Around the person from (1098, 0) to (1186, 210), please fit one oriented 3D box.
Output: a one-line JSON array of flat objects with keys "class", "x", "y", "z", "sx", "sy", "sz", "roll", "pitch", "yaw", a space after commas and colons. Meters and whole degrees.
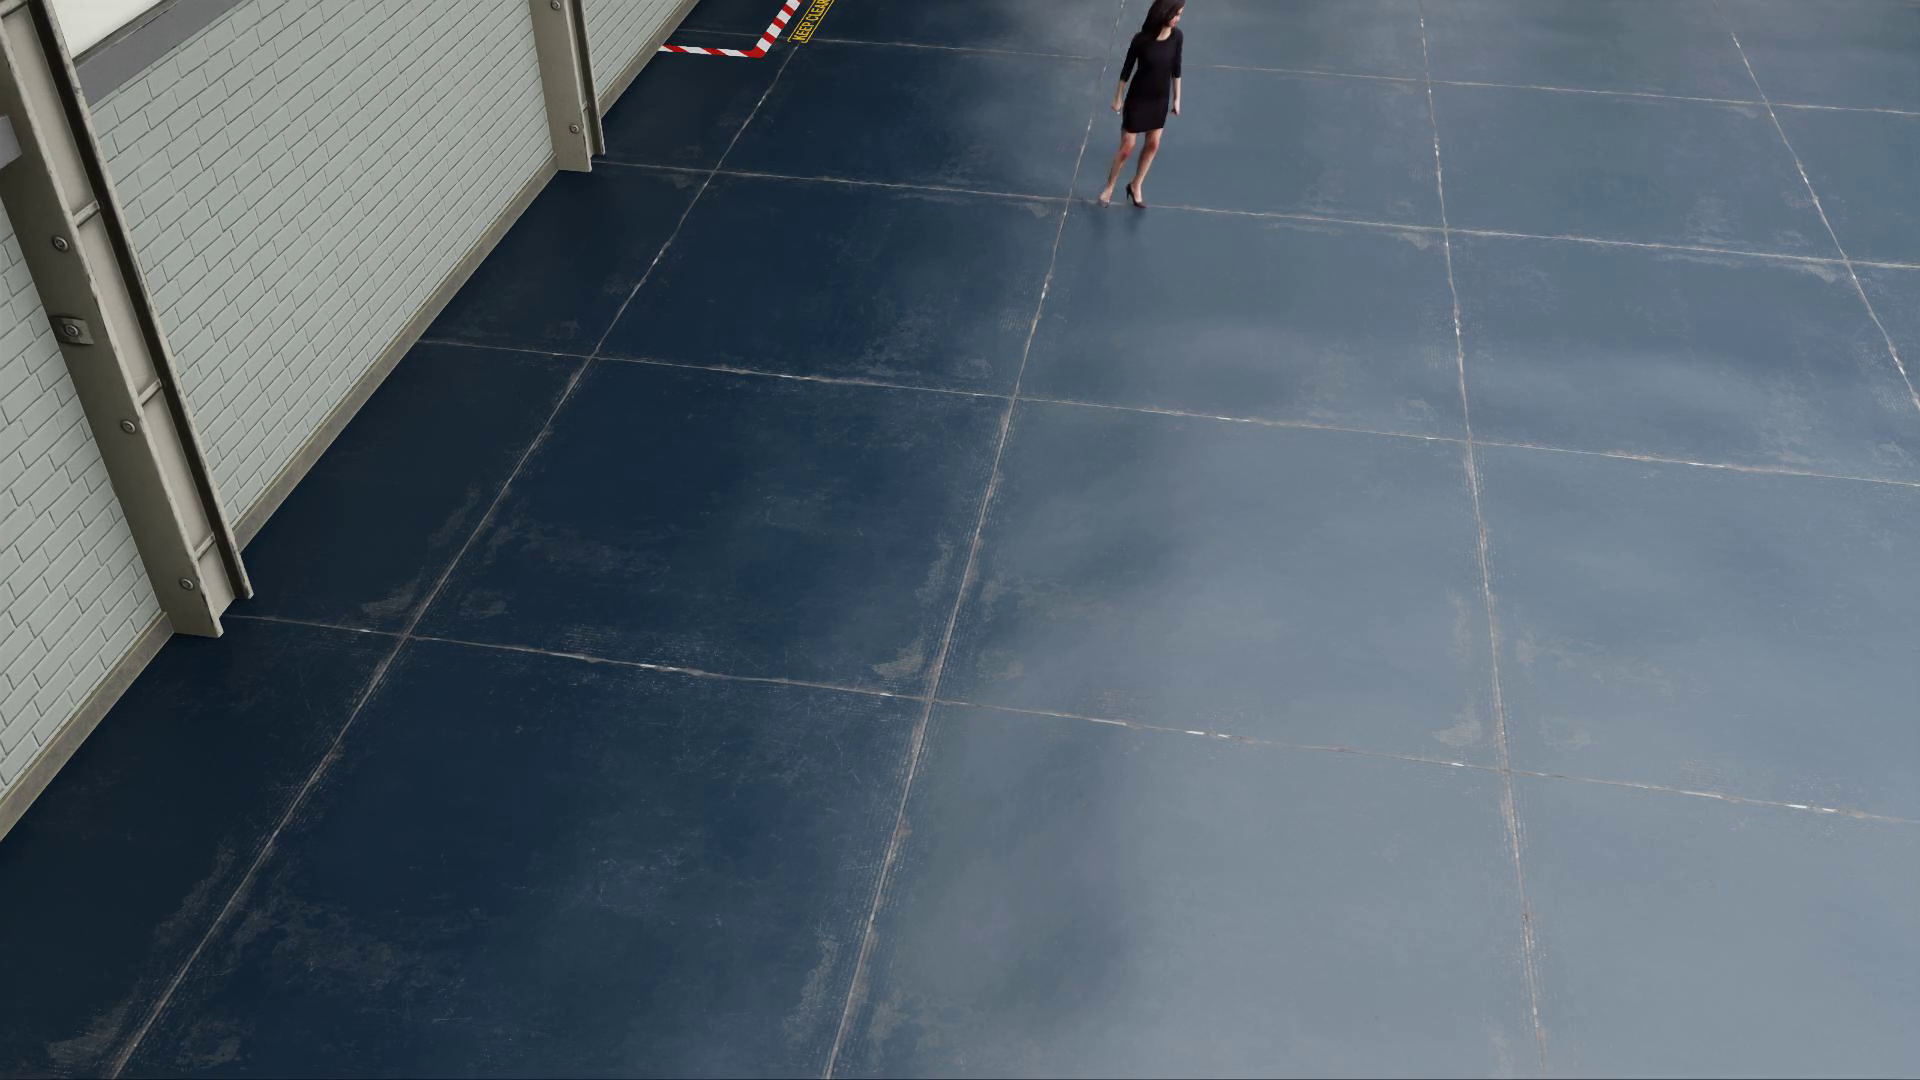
[{"class": "person", "x": 1.398, "y": -3.375, "z": 12.887, "sx": 0.844, "sy": 1.773, "sz": 0.861, "roll": -4, "pitch": 38, "yaw": -5}]
